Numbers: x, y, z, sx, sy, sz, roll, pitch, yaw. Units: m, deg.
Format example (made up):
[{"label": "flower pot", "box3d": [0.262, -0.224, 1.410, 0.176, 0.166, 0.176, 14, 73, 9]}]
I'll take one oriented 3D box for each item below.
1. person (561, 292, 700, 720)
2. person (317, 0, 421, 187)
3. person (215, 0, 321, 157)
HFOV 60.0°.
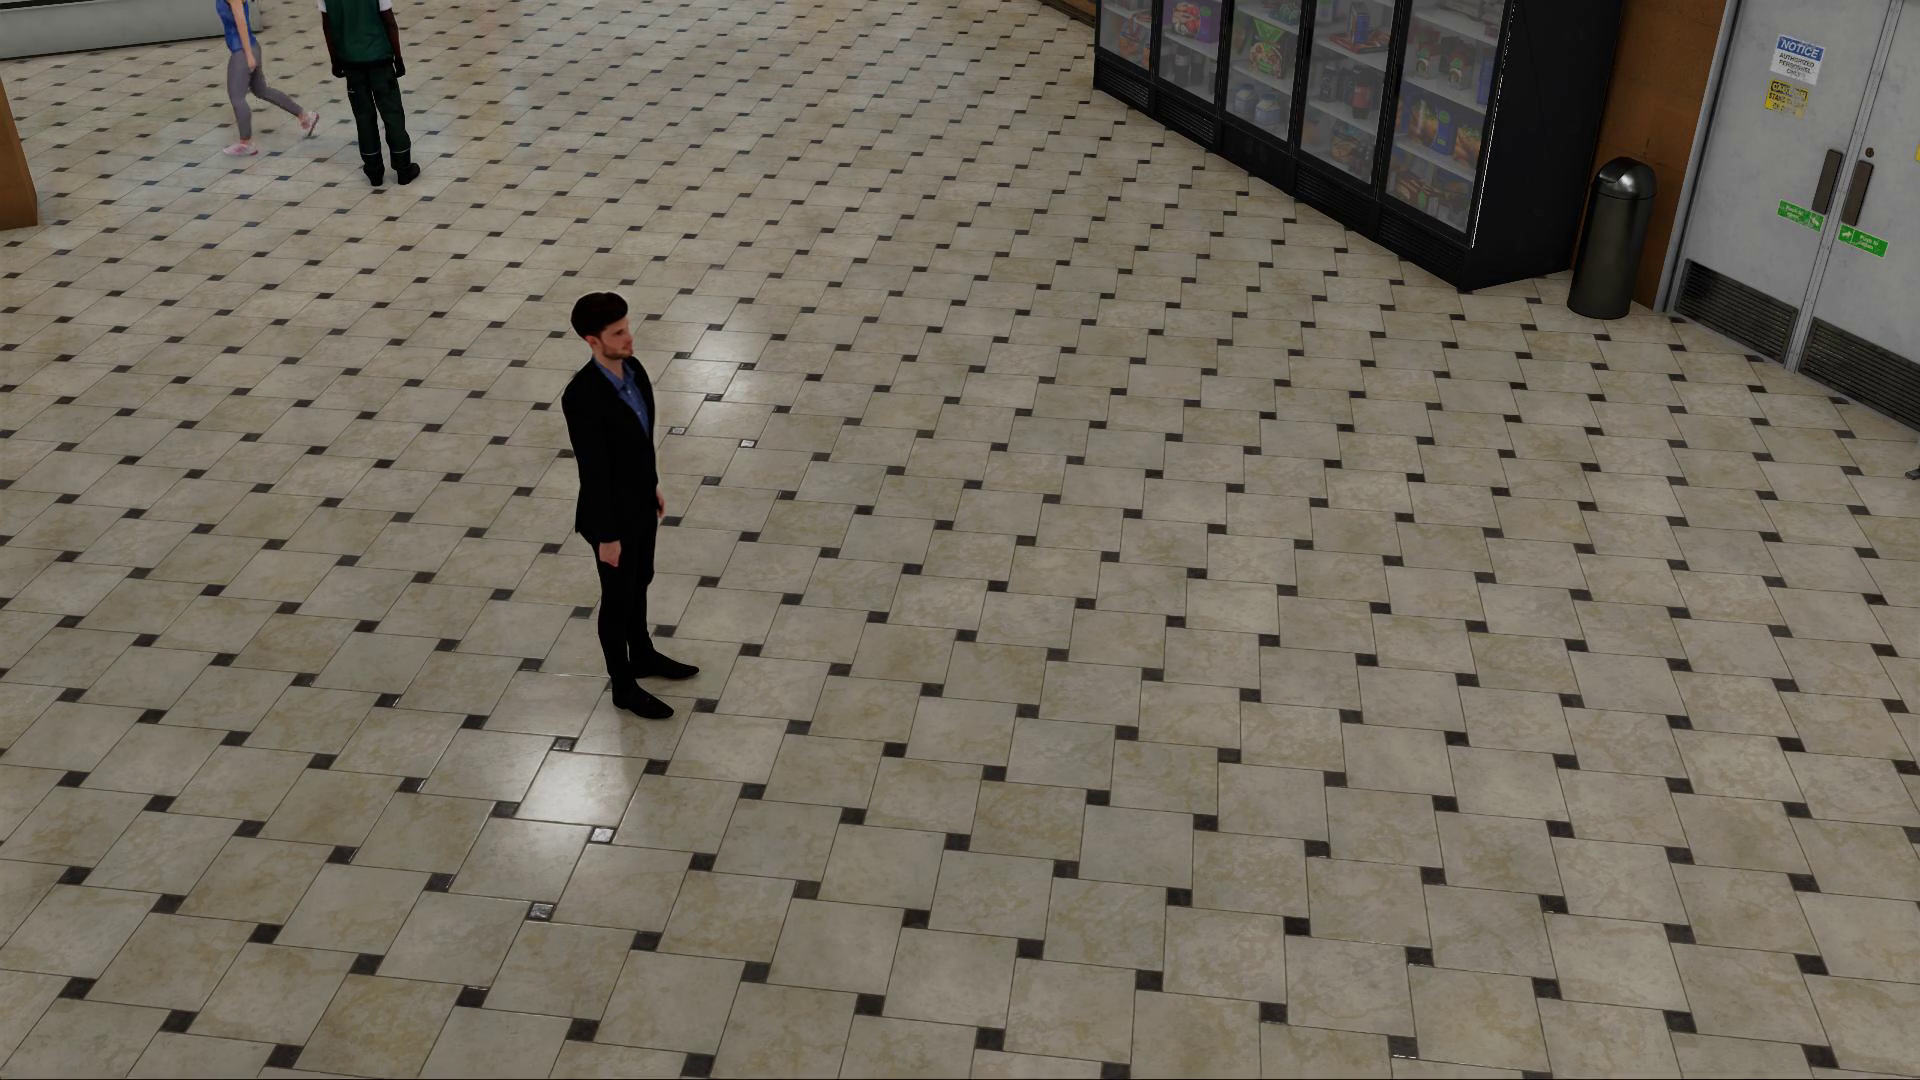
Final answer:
[{"label": "person", "box3d": [-1.396, -0.147, 6.838, 0.821, 1.893, 0.789, 7, 33, 11]}, {"label": "person", "box3d": [-4.413, -3.562, 12.379, 0.645, 1.837, 0.815, -4, 32, -6]}, {"label": "person", "box3d": [-5.530, -3.822, 13.034, 1.020, 1.588, 0.641, -10, 33, -16]}]
